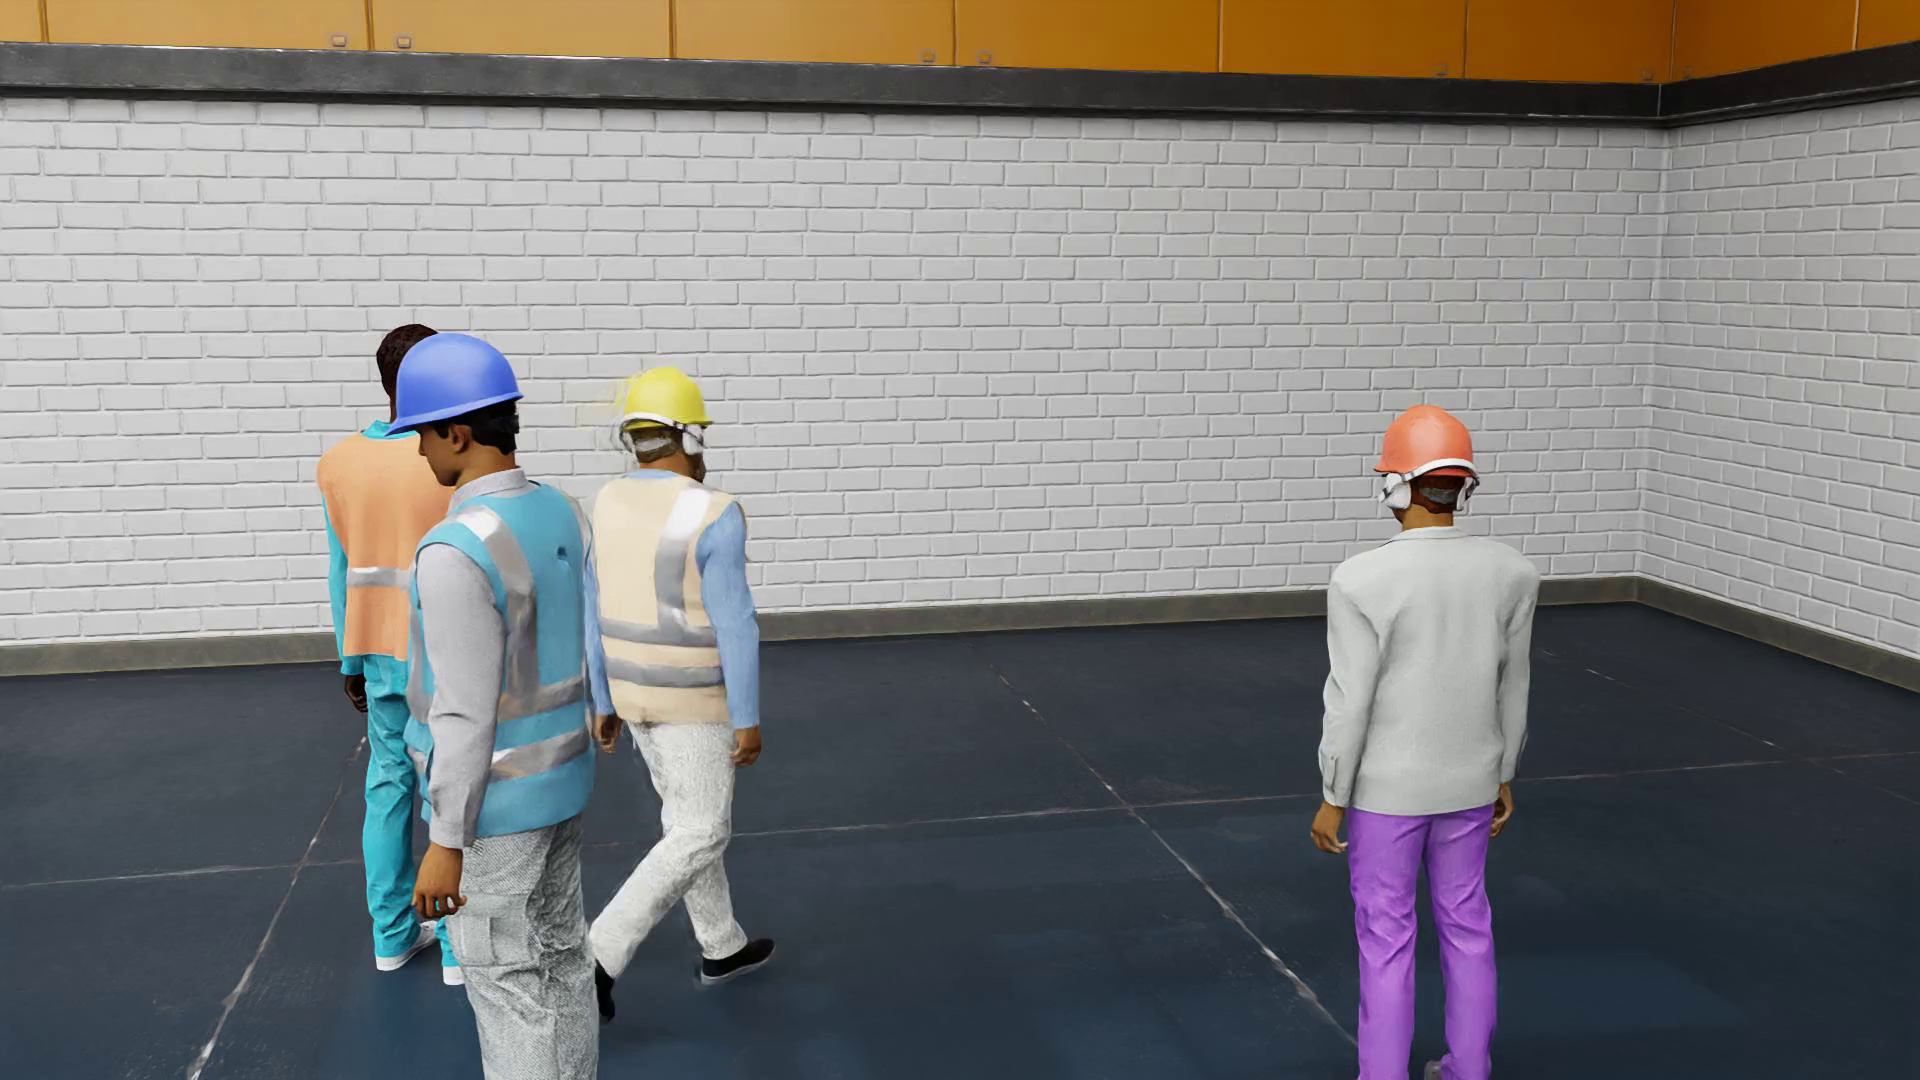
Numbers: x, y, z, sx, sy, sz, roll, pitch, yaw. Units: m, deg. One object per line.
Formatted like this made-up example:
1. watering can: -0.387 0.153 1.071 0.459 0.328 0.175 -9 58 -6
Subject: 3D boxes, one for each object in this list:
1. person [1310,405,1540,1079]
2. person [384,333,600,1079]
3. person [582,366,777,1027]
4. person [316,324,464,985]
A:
1. person: 1.084 0.554 3.975 0.573 1.748 0.342 -3 10 -20
2. person: -0.976 0.537 3.518 0.402 1.938 0.603 1 9 8
3. person: -0.824 0.428 4.583 0.599 1.806 0.742 8 12 40
4. person: -1.567 0.338 4.822 0.587 1.911 0.397 3 10 20
